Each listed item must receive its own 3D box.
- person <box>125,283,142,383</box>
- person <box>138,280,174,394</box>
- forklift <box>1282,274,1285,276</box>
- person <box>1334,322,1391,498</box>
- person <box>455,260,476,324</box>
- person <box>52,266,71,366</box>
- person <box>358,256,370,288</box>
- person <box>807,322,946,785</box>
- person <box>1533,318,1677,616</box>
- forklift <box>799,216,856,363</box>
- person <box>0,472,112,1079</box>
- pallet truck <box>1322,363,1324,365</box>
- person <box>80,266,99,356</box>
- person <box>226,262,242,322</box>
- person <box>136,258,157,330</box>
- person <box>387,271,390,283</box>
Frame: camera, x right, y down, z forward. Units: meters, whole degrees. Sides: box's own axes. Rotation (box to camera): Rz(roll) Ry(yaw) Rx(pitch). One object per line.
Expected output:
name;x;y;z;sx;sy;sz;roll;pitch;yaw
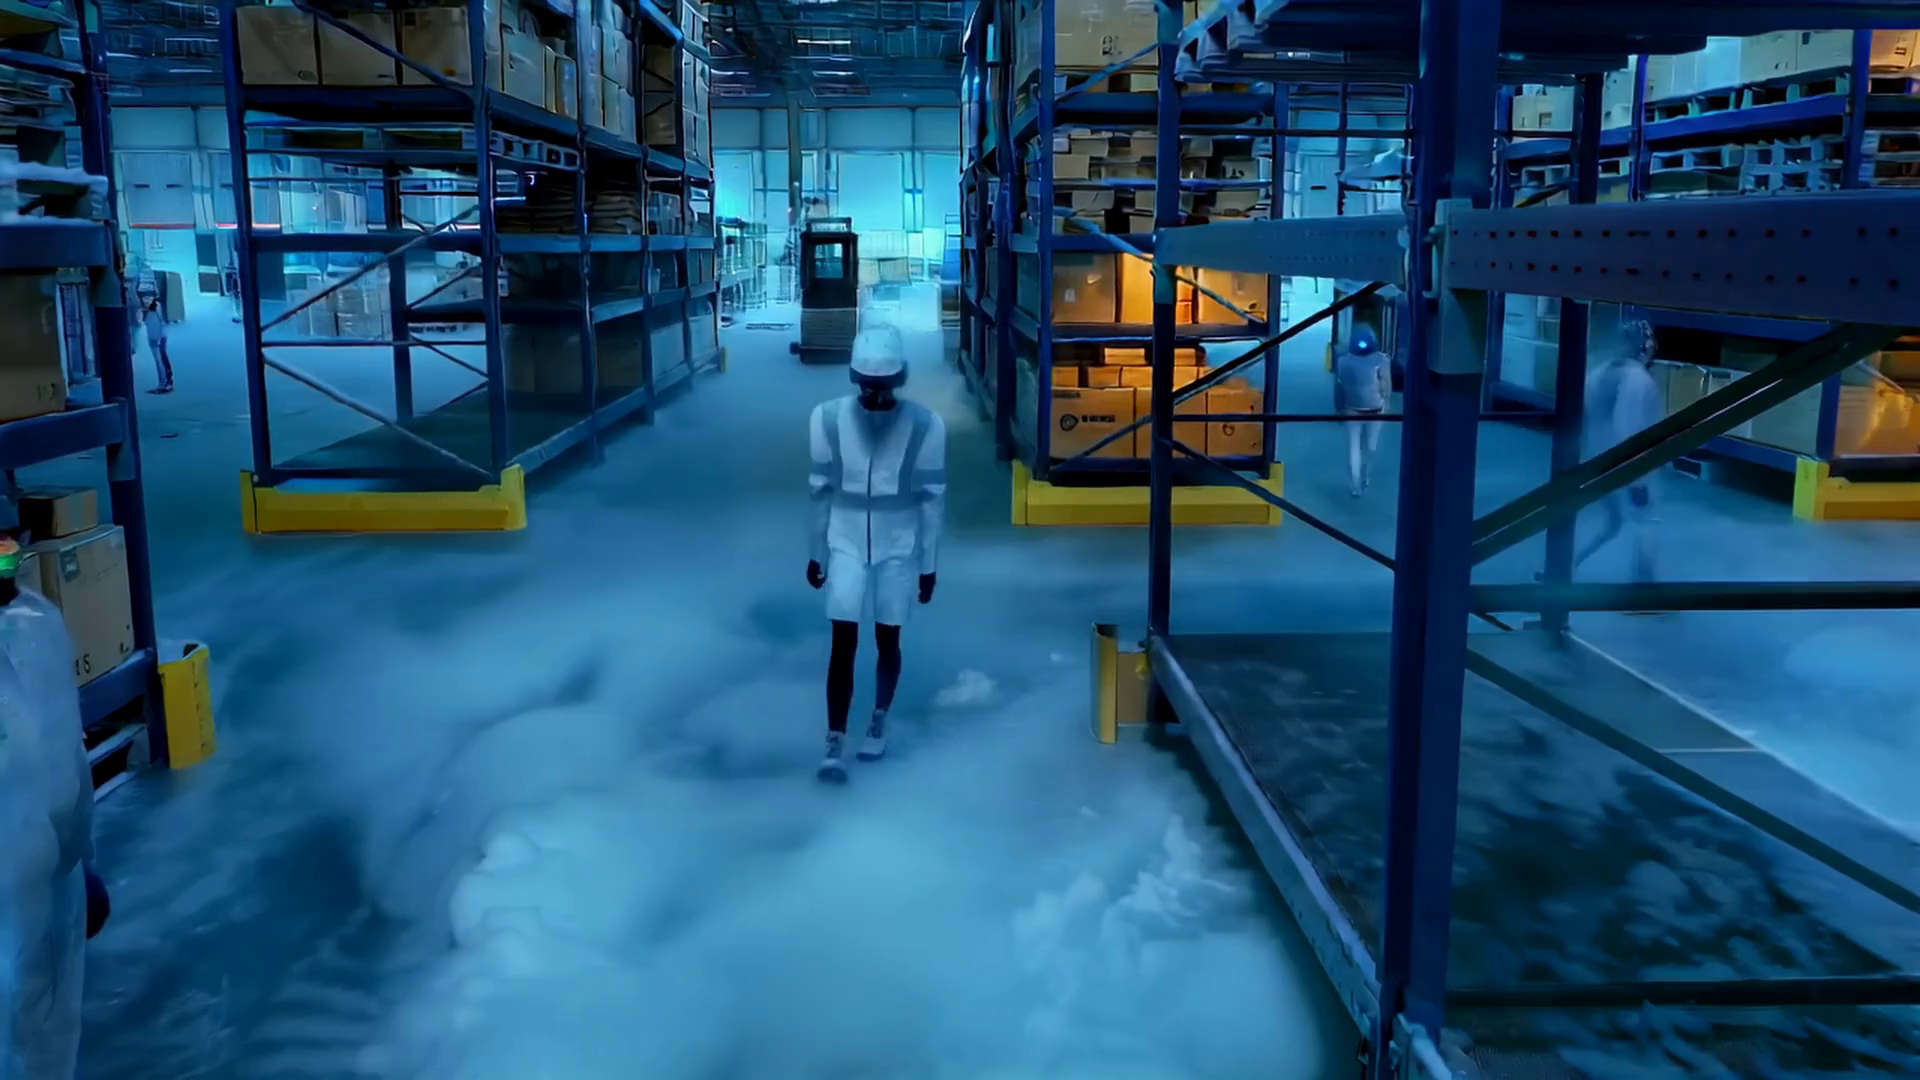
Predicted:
person;-14.029;-3.509;27.821;0.643;1.744;0.528;5;12;28
person;-12.426;-3.121;25.647;0.356;1.756;0.528;-9;14;-42
forklift;12.317;-10.212;62.011;1.129;2.768;1.873;-3;11;-17
person;3.710;-1.210;15.379;0.511;1.613;0.550;2;10;10
person;-14.262;-7.080;47.483;0.853;1.843;0.525;3;11;17
person;-17.123;-4.243;31.341;0.606;1.962;0.371;3;10;14
person;-21.985;-9.598;61.577;0.883;1.813;0.619;-6;12;-32
person;-0.384;0.071;7.189;0.629;1.992;0.996;1;10;4
person;4.074;-0.440;10.370;0.817;1.881;0.650;-1;10;-8
forklift;-2.546;-4.878;32.293;1.129;2.768;1.873;0;10;-2
person;-2.056;0.776;3.552;0.399;1.900;0.636;1;10;6
pallet truck;7.712;-4.157;30.737;1.885;1.965;0.823;3;11;16
person;-17.810;-4.674;34.023;0.508;1.850;0.550;-4;11;-22
person;-21.295;-7.251;48.682;0.492;1.742;0.321;7;12;33
person;-21.498;-6.499;44.008;0.391;1.920;0.593;4;11;20
person;-18.765;-8.402;55.253;0.321;1.692;0.534;8;13;39
